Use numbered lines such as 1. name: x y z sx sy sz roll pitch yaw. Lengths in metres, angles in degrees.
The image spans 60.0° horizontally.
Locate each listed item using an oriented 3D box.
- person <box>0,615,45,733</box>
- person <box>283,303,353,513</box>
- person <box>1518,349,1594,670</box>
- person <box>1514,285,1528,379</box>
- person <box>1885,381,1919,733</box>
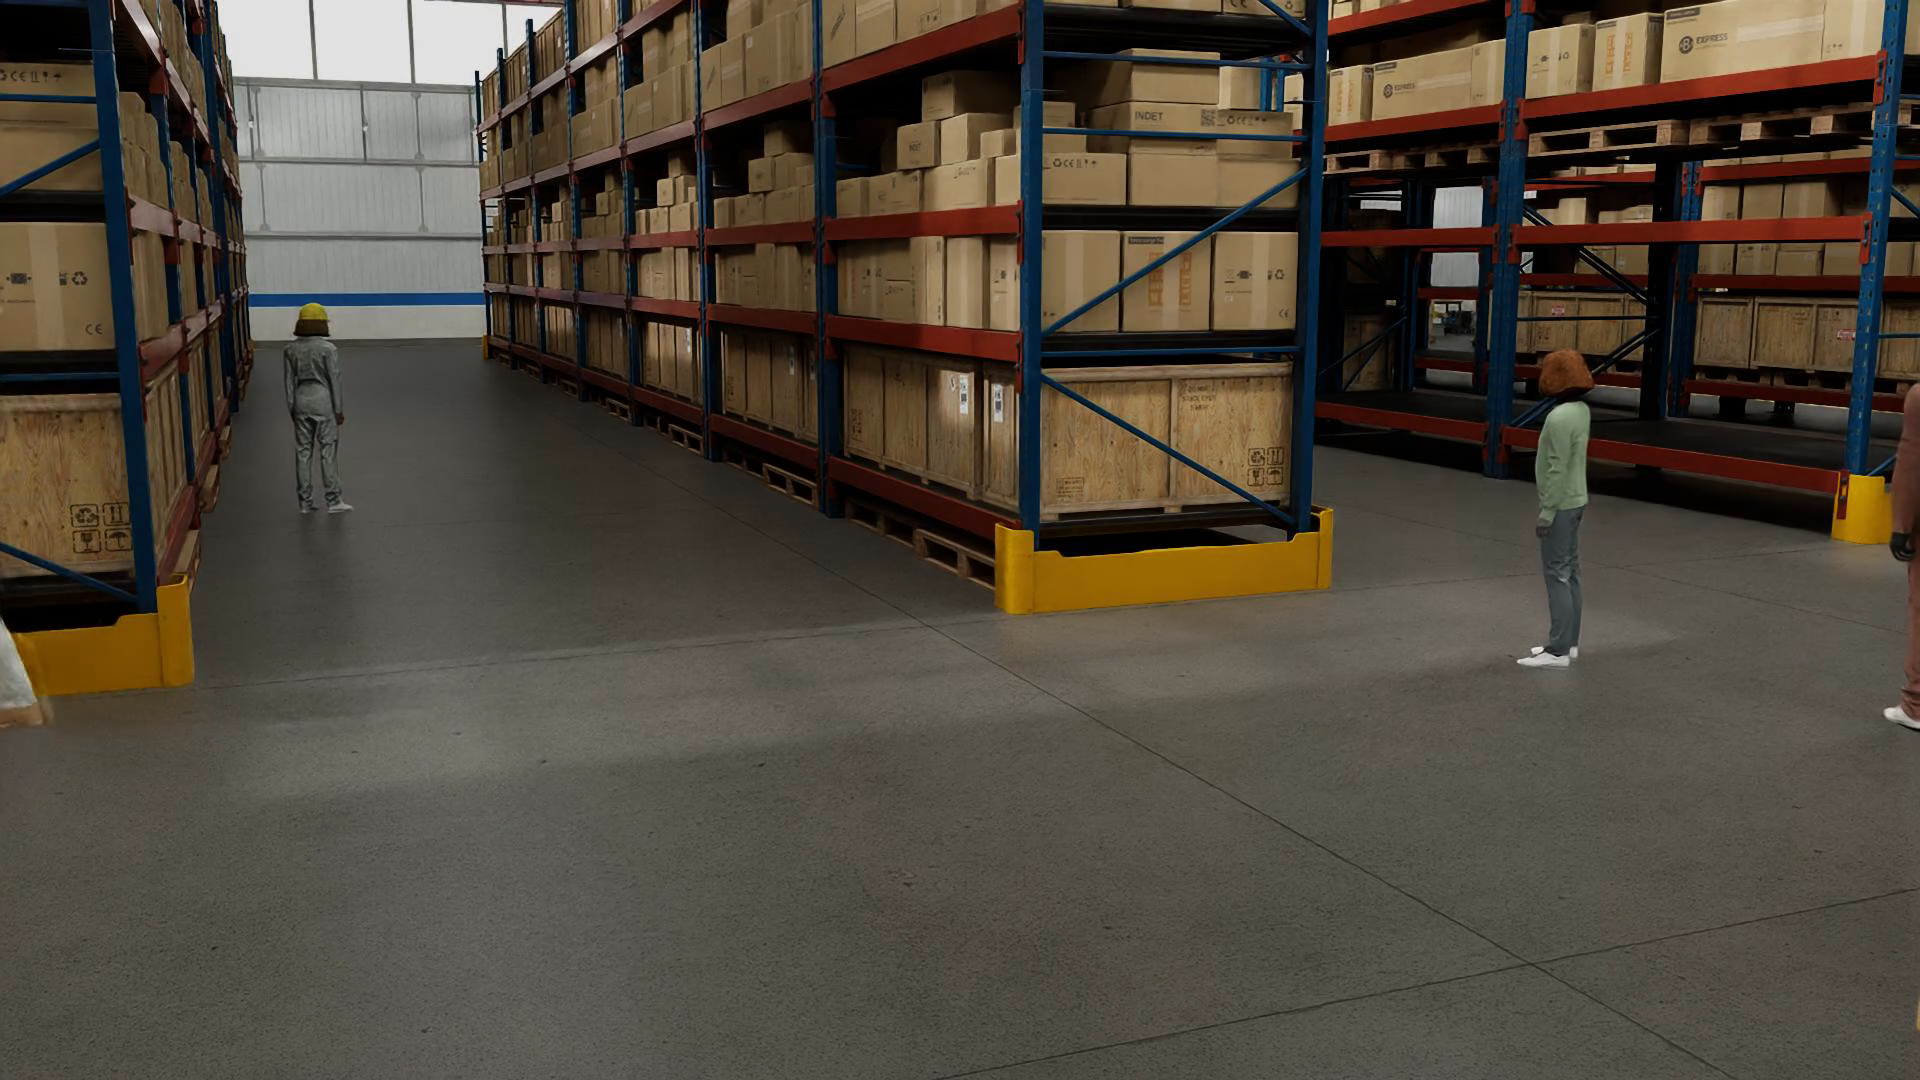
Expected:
1. person: -4.521 0.005 7.100 1.019 1.784 0.628 -4 10 -21
2. person: -5.337 -1.089 13.798 0.488 1.738 0.322 2 10 10
3. person: 3.063 -0.154 8.514 0.268 1.632 0.509 6 11 33
4. person: 9.793 -3.652 29.152 0.541 1.739 0.740 -3 10 -18
5. person: 4.418 -0.084 7.317 0.651 1.899 0.398 1 10 7
